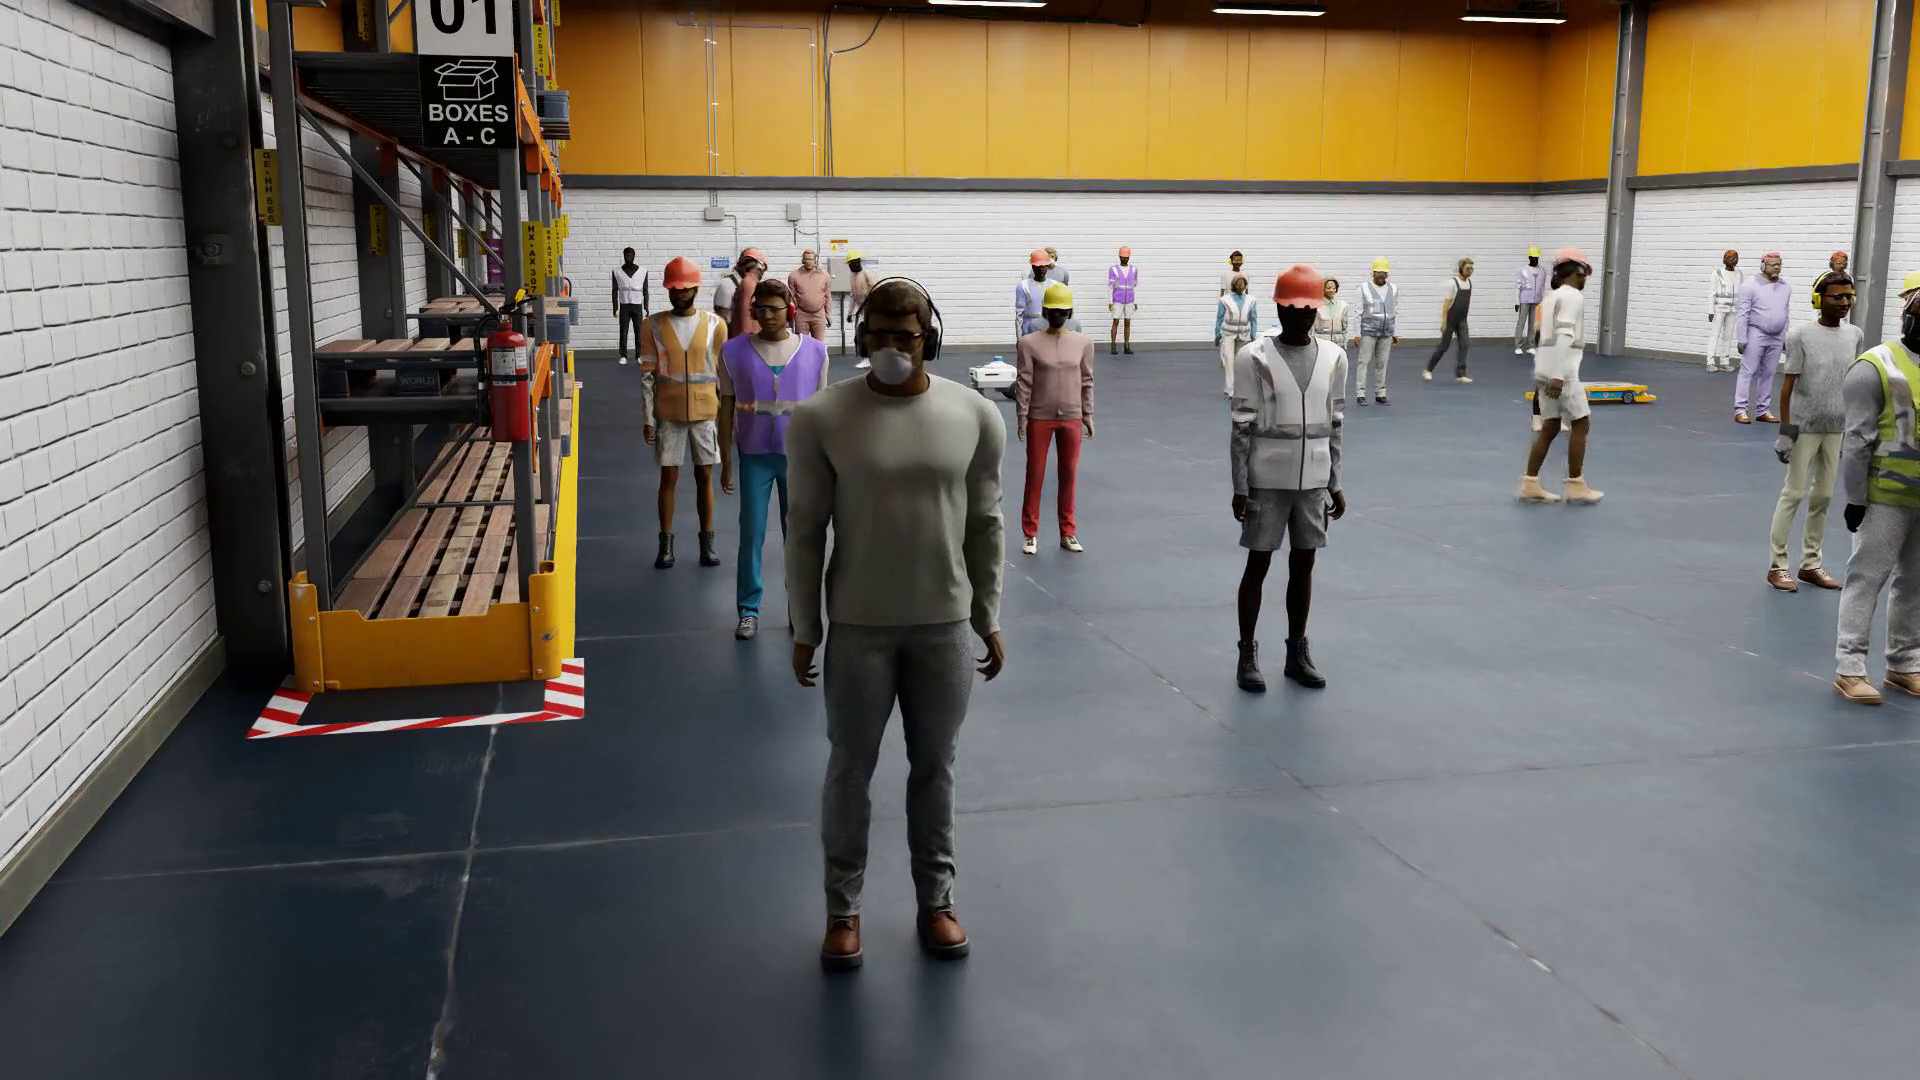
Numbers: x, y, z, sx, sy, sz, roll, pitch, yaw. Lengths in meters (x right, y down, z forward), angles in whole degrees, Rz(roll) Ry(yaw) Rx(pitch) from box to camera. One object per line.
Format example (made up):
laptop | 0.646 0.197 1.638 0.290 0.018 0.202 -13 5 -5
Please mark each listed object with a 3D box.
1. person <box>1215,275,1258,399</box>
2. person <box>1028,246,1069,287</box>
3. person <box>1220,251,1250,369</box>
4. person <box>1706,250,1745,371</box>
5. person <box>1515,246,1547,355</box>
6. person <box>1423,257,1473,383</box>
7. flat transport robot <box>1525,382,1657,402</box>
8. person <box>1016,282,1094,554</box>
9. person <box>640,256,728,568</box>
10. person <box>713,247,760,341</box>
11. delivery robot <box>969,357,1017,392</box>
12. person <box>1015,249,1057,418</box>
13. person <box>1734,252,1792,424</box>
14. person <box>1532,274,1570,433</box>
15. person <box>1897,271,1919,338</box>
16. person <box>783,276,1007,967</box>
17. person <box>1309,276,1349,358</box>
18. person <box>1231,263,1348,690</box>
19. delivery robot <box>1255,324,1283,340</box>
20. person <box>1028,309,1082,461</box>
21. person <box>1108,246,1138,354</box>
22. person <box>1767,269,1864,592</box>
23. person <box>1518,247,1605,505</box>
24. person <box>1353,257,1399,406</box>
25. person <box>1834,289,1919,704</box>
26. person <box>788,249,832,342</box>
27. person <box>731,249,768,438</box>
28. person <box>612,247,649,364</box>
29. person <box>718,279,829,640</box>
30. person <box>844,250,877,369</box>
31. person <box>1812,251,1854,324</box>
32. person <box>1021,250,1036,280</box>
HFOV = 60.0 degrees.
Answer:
person | 3.561 -2.626 21.514 0.523 1.583 0.848 -2 10 -11
person | 1.320 -3.386 24.746 0.633 1.938 0.356 -2 10 -12
person | 4.356 -3.640 26.353 0.528 1.869 0.313 -2 10 -12
person | 11.899 -3.555 25.848 0.582 1.878 0.338 -2 10 -12
person | 10.181 -4.266 29.660 0.593 1.925 0.384 -2 10 -12
person | 7.037 -3.160 23.920 0.531 1.807 0.785 -6 12 -29
flat transport robot | 7.928 -1.858 20.903 1.431 0.197 0.652 -2 10 -12
person | 0.625 -0.784 10.814 0.531 1.765 0.327 -2 10 -12
person | -1.700 -0.784 10.342 0.550 1.933 0.374 -2 10 -12
person | -2.592 -2.392 18.960 1.055 2.000 0.711 9 14 41
delivery robot | 0.483 -2.086 21.119 0.707 0.478 0.477 -2 10 -12
person | 0.903 -2.325 18.874 0.550 1.935 0.376 -2 10 -12
person | 8.955 -2.242 18.501 0.649 1.906 0.401 -2 10 -12
person | 6.313 -1.976 17.607 0.539 1.695 0.318 -2 10 -12
person | 7.969 -1.315 13.700 0.461 1.787 0.645 -2 11 -13
person | -0.176 0.236 4.684 0.633 1.936 0.353 -2 10 -12
person | 4.042 -2.083 18.362 0.521 1.639 0.311 -2 10 -12
person | 1.495 -0.274 7.515 0.550 1.933 0.374 -2 10 -12
delivery robot | 5.534 -3.565 29.318 0.707 0.478 0.477 0 10 1
person | 0.832 -1.404 14.611 0.505 1.632 0.269 -2 10 -12
person | 2.922 -4.277 29.698 0.550 1.933 0.374 -2 10 -12
person | 4.994 -0.629 9.668 0.528 1.869 0.313 -2 10 -12
person | 4.692 -1.260 12.855 0.731 1.975 0.703 0 10 -1
person | 5.139 -2.563 20.491 0.598 1.828 0.403 -2 10 -12
person | 4.181 -0.191 7.324 0.631 1.840 0.428 -2 10 -12
person | -2.166 -3.242 24.048 0.649 1.904 0.401 -2 10 -12
person | -2.129 -1.965 16.895 0.391 1.950 0.769 -1 10 -7
person | -5.423 -3.852 27.393 0.594 1.915 0.373 -2 10 -12
person | -0.951 -0.413 8.545 0.568 1.840 0.374 -2 10 -12
person | -1.509 -3.642 26.325 0.666 1.873 0.609 -5 12 -28
person | 11.601 -2.888 22.143 0.582 1.882 0.338 -2 10 -12
person | 1.272 -3.933 27.985 0.528 1.865 0.313 -2 10 -12
